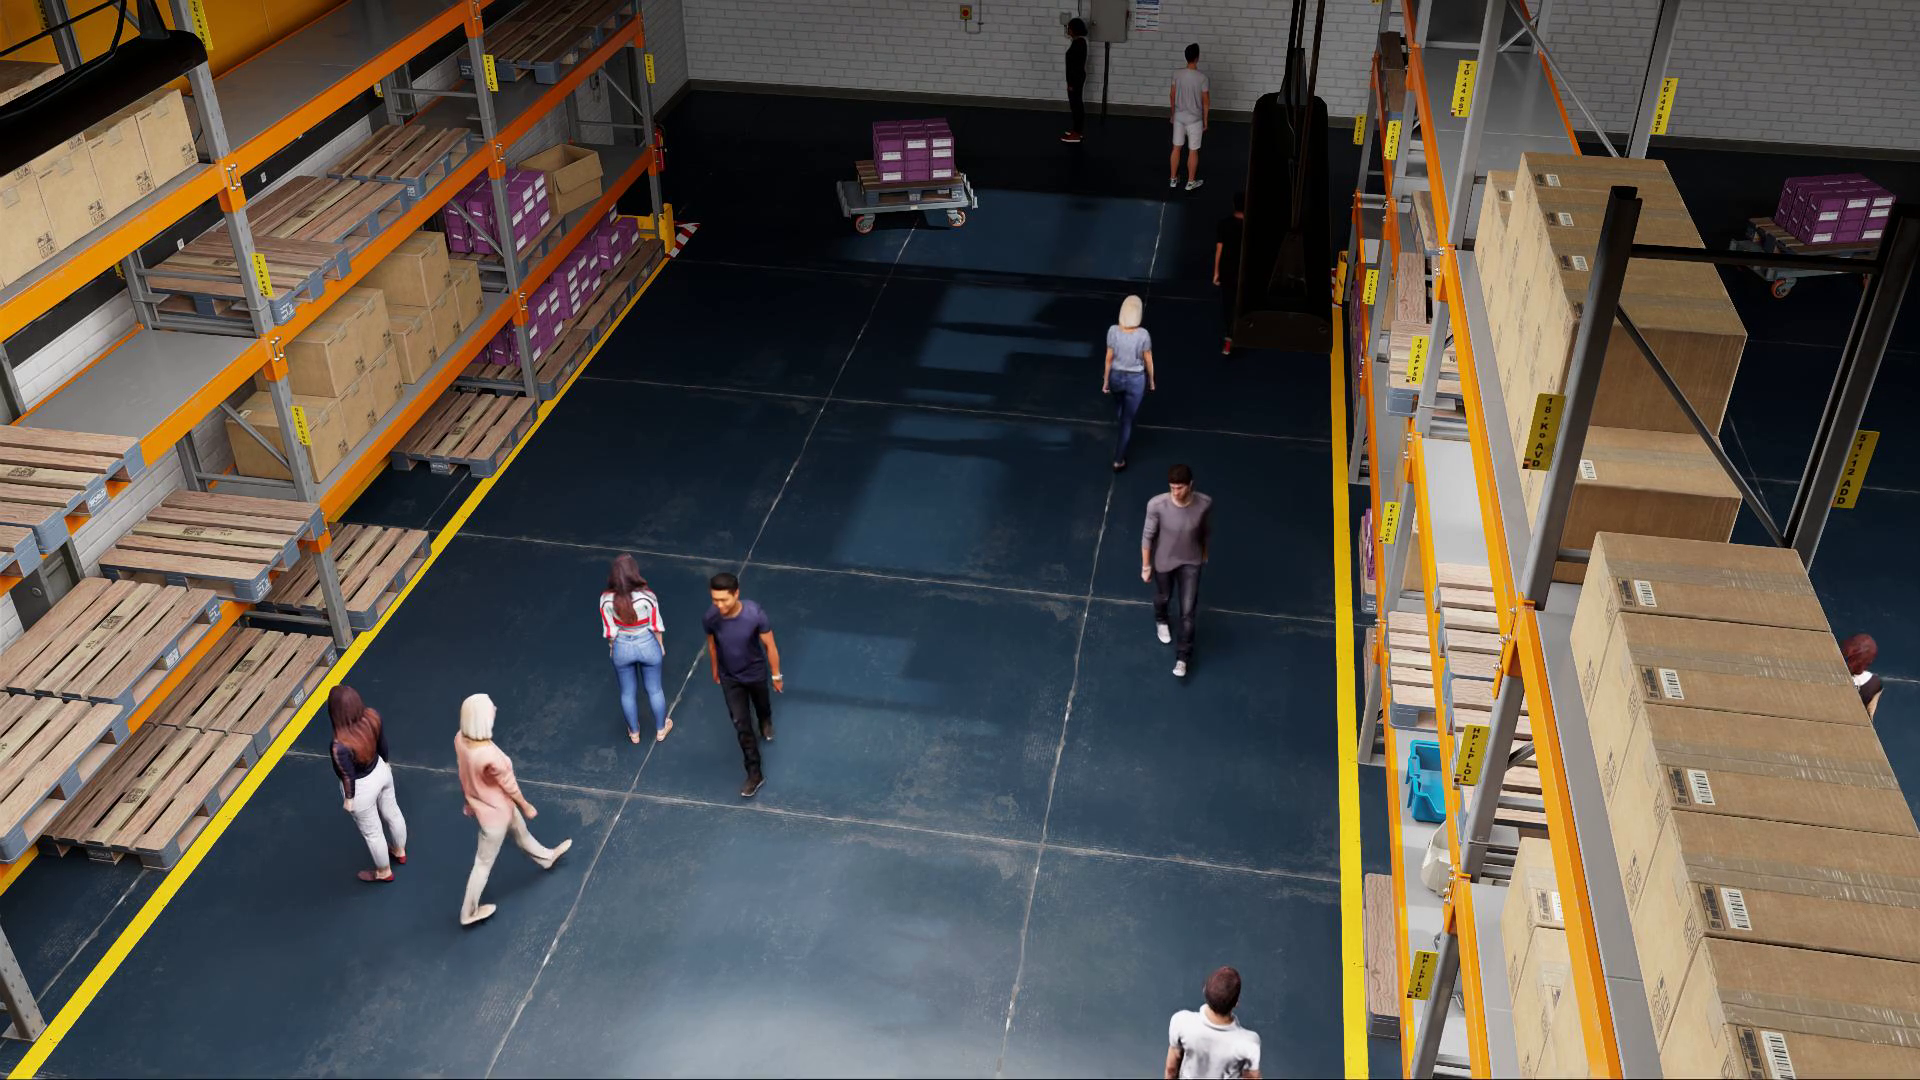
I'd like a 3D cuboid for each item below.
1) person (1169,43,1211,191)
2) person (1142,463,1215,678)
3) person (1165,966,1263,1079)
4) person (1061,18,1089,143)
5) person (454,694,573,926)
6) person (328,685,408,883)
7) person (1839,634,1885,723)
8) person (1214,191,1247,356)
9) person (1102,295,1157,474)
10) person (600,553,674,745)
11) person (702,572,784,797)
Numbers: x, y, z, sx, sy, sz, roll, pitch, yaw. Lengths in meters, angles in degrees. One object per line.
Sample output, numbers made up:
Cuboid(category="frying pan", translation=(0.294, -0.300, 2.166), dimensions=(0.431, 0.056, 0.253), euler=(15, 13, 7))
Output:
Cuboid(category="person", translation=(2.904, -5.391, 21.176), dimensions=(0.756, 1.855, 0.701), euler=(18, 38, 25))
Cuboid(category="person", translation=(1.696, 0.106, 12.948), dimensions=(0.773, 1.808, 1.080), euler=(-1, 34, -2))
Cuboid(category="person", translation=(1.300, 2.928, 8.664), dimensions=(0.687, 1.850, 0.606), euler=(12, 35, 17))
Cuboid(category="person", translation=(1.584, -6.281, 22.677), dimensions=(0.682, 1.675, 0.488), euler=(10, 35, 14))
Cuboid(category="person", translation=(-3.053, 1.757, 10.585), dimensions=(1.200, 1.675, 1.037), euler=(-28, 43, -35))
Cuboid(category="person", translation=(-3.903, 1.586, 10.902), dimensions=(0.689, 1.608, 0.524), euler=(11, 35, 16))
Cuboid(category="person", translation=(5.755, 1.447, 10.972), dimensions=(0.706, 1.761, 1.137), euler=(1, 34, 1))
Cuboid(category="person", translation=(2.870, -2.738, 17.306), dimensions=(0.754, 1.720, 1.199), euler=(10, 35, 15))
Cuboid(category="person", translation=(1.515, -1.403, 15.327), dimensions=(0.755, 1.686, 1.087), euler=(14, 36, 20))
Cuboid(category="person", translation=(-2.358, 0.791, 12.093), dimensions=(0.638, 1.613, 0.593), euler=(-3, 34, -4))
Cuboid(category="person", translation=(-1.512, 0.896, 11.814), dimensions=(0.786, 1.747, 1.144), euler=(1, 34, 1))
